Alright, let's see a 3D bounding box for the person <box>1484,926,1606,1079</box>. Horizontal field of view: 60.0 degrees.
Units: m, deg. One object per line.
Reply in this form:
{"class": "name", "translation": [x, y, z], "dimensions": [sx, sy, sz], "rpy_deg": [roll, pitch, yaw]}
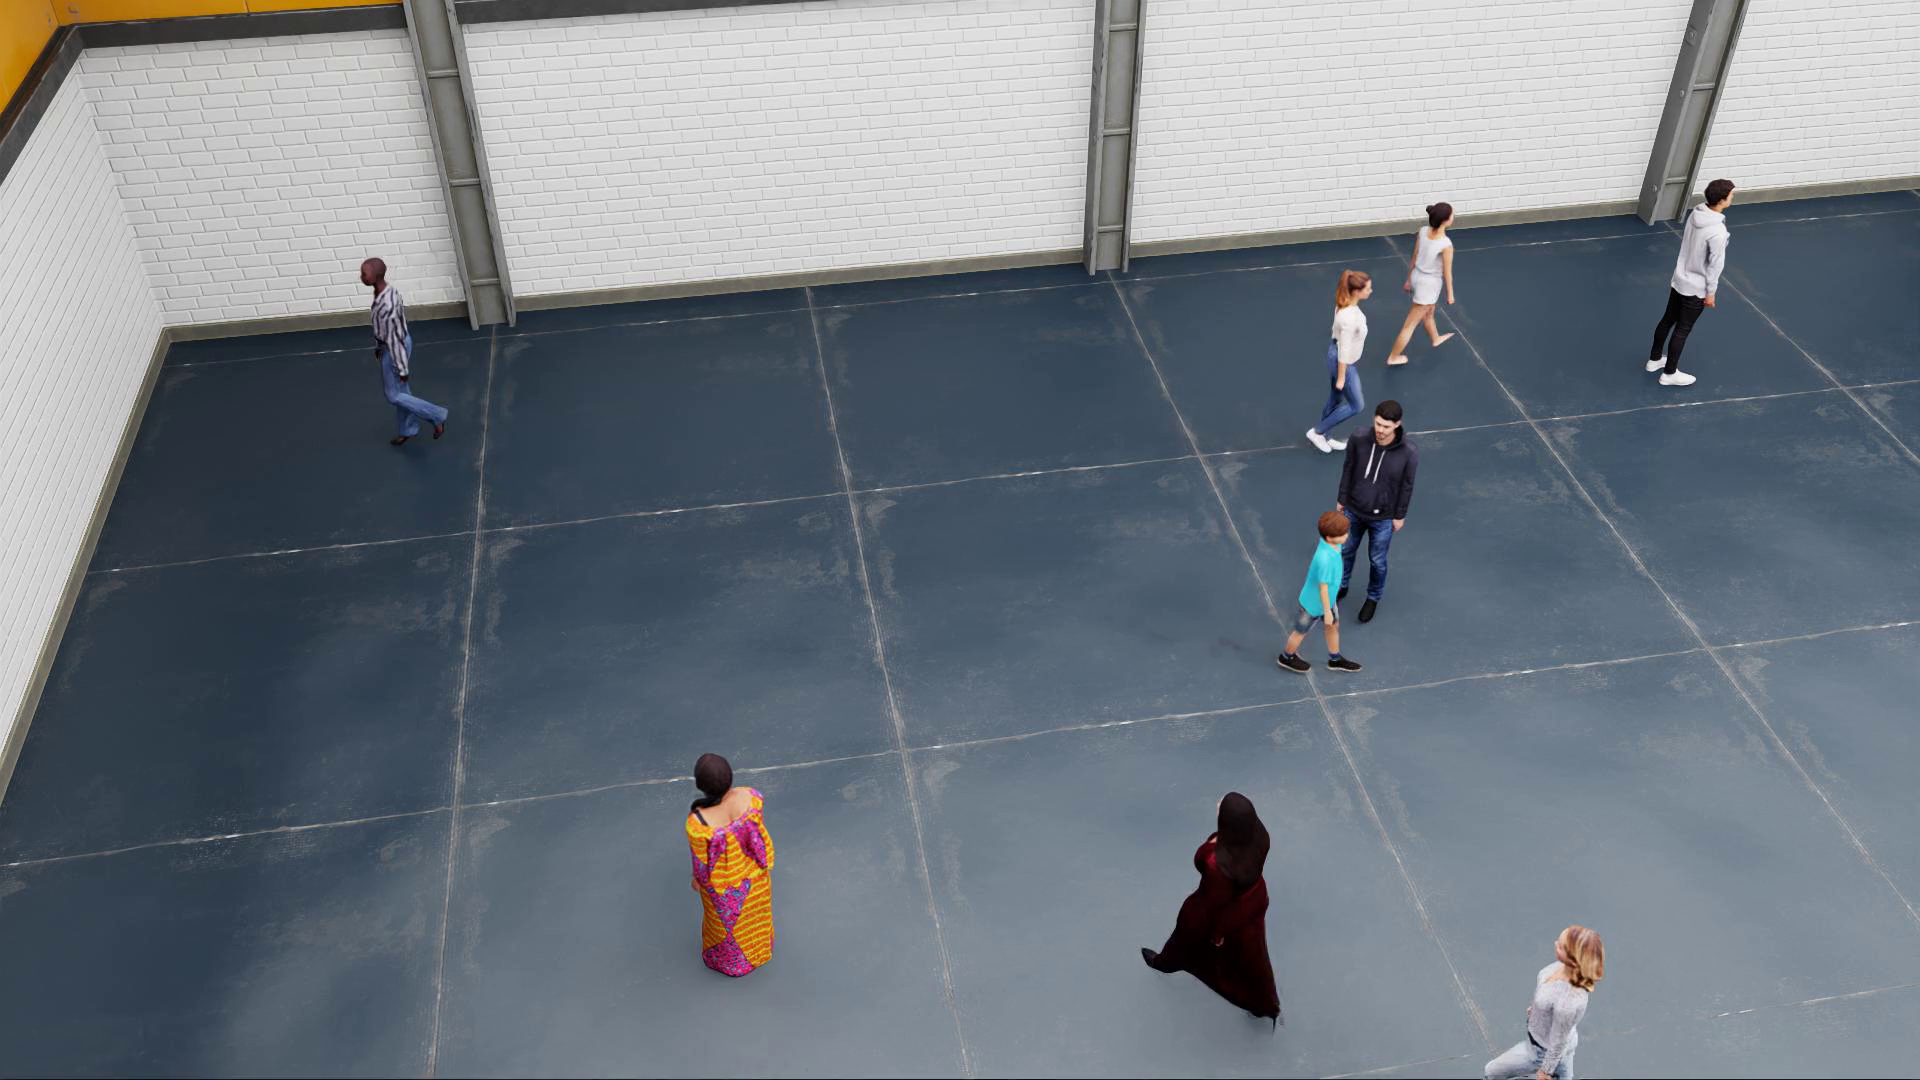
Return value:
{"class": "person", "translation": [3.109, 2.634, 8.555], "dimensions": [1.249, 1.747, 1.112], "rpy_deg": [19, 42, 22]}

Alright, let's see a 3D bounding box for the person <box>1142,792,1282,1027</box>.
{"class": "person", "translation": [1.576, 2.098, 9.262], "dimensions": [1.162, 1.703, 1.179], "rpy_deg": [30, 48, 32]}

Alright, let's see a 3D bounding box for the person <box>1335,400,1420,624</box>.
{"class": "person", "translation": [2.993, -0.245, 12.048], "dimensions": [0.745, 1.887, 0.814], "rpy_deg": [22, 44, 25]}

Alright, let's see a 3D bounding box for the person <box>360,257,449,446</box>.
{"class": "person", "translation": [-4.595, -1.546, 13.758], "dimensions": [0.808, 1.785, 0.730], "rpy_deg": [-13, 41, -16]}

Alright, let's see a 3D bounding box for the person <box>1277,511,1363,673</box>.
{"class": "person", "translation": [2.444, 0.369, 11.647], "dimensions": [0.902, 1.426, 0.781], "rpy_deg": [15, 41, 18]}

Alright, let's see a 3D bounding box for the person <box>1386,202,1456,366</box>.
{"class": "person", "translation": [4.072, -2.232, 14.790], "dimensions": [1.043, 1.568, 0.732], "rpy_deg": [-16, 41, -19]}

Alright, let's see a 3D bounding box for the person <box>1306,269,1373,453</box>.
{"class": "person", "translation": [3.067, -1.446, 13.689], "dimensions": [0.760, 1.715, 0.731], "rpy_deg": [6, 39, 8]}

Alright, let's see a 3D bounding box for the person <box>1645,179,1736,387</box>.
{"class": "person", "translation": [6.396, -2.263, 14.541], "dimensions": [0.583, 1.929, 0.669], "rpy_deg": [-7, 39, -9]}

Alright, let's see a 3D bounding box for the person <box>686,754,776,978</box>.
{"class": "person", "translation": [-1.346, 1.840, 9.594], "dimensions": [0.740, 1.690, 0.823], "rpy_deg": [-26, 45, -29]}
